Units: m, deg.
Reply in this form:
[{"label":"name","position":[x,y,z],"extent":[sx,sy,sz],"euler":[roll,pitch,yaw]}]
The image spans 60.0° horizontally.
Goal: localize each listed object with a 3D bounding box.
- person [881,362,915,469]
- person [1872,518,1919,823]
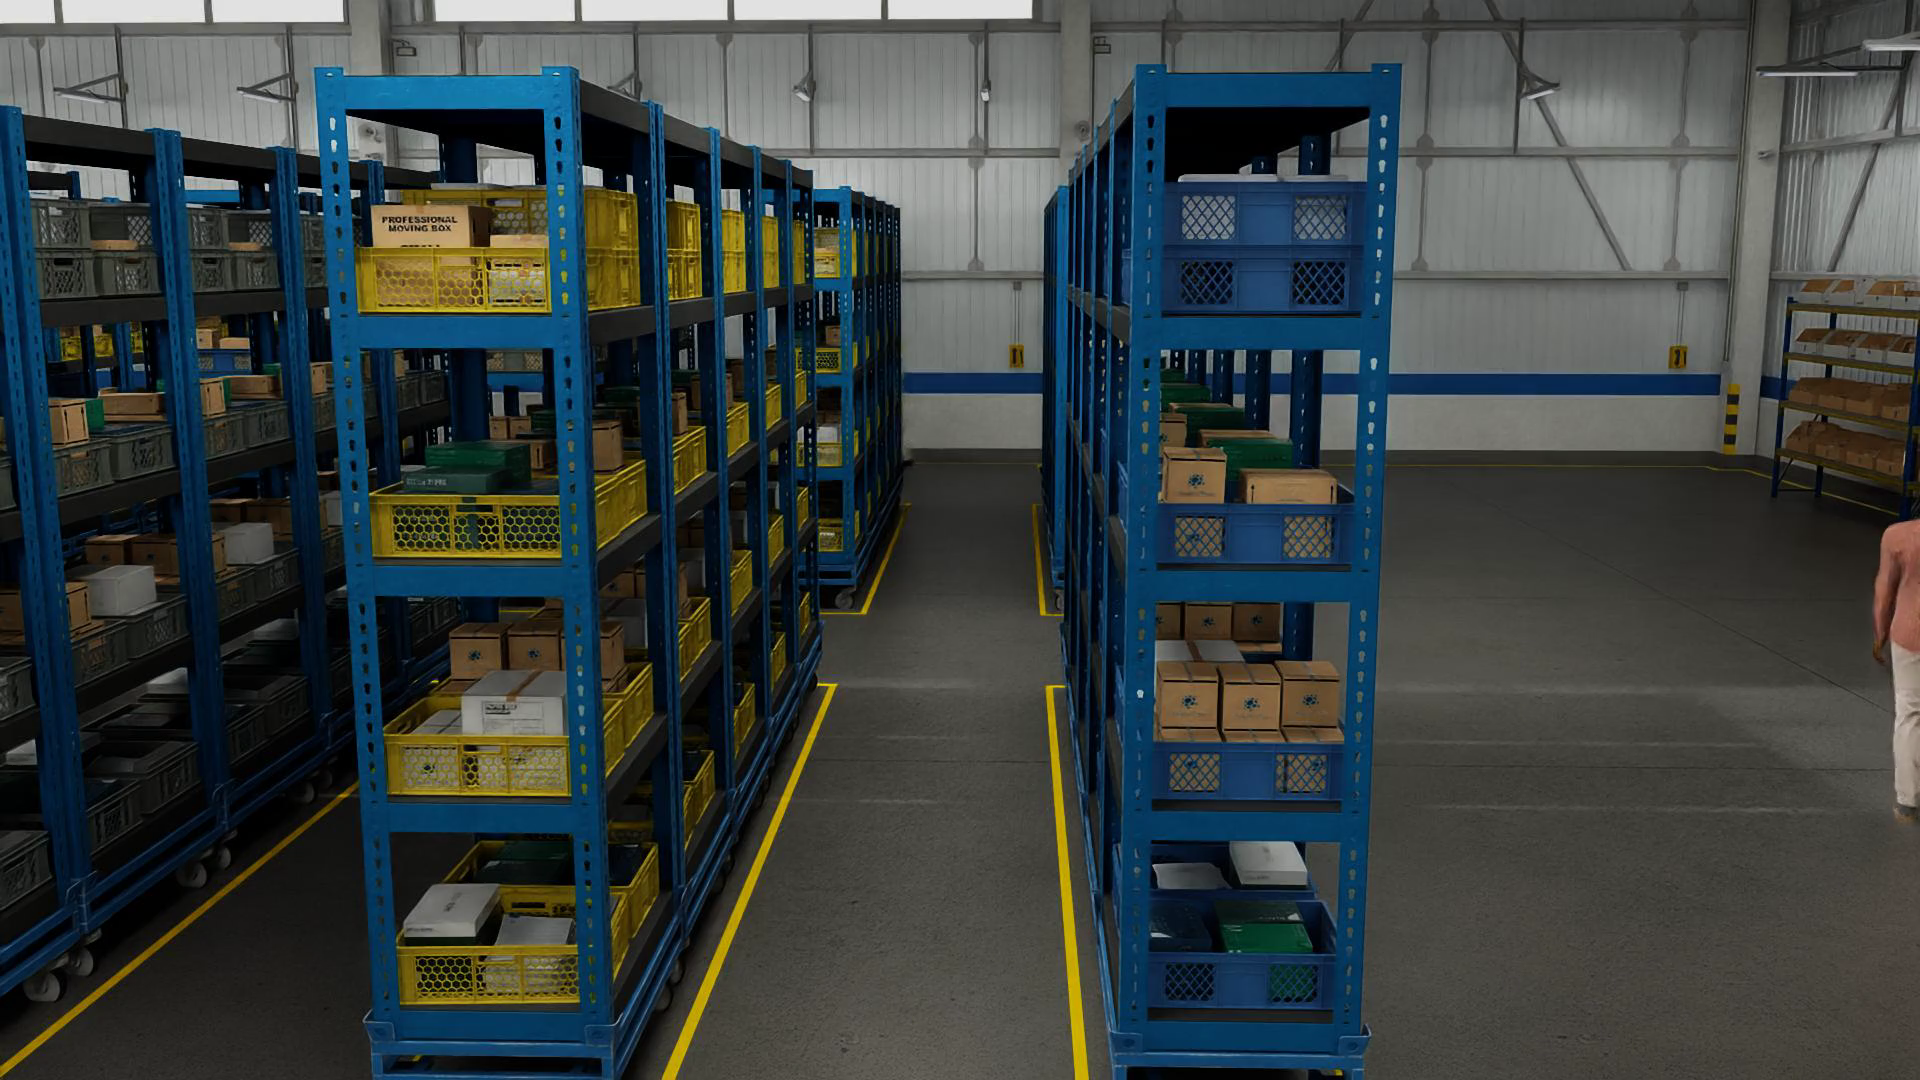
[{"label":"person","position":[-1.081,-1.871,23.616],"extent":[0.933,1.783,0.595],"euler":[-2,10,-12]},{"label":"person","position":[5.246,0.530,8.950],"extent":[0.618,1.977,0.564],"euler":[5,11,26]}]
